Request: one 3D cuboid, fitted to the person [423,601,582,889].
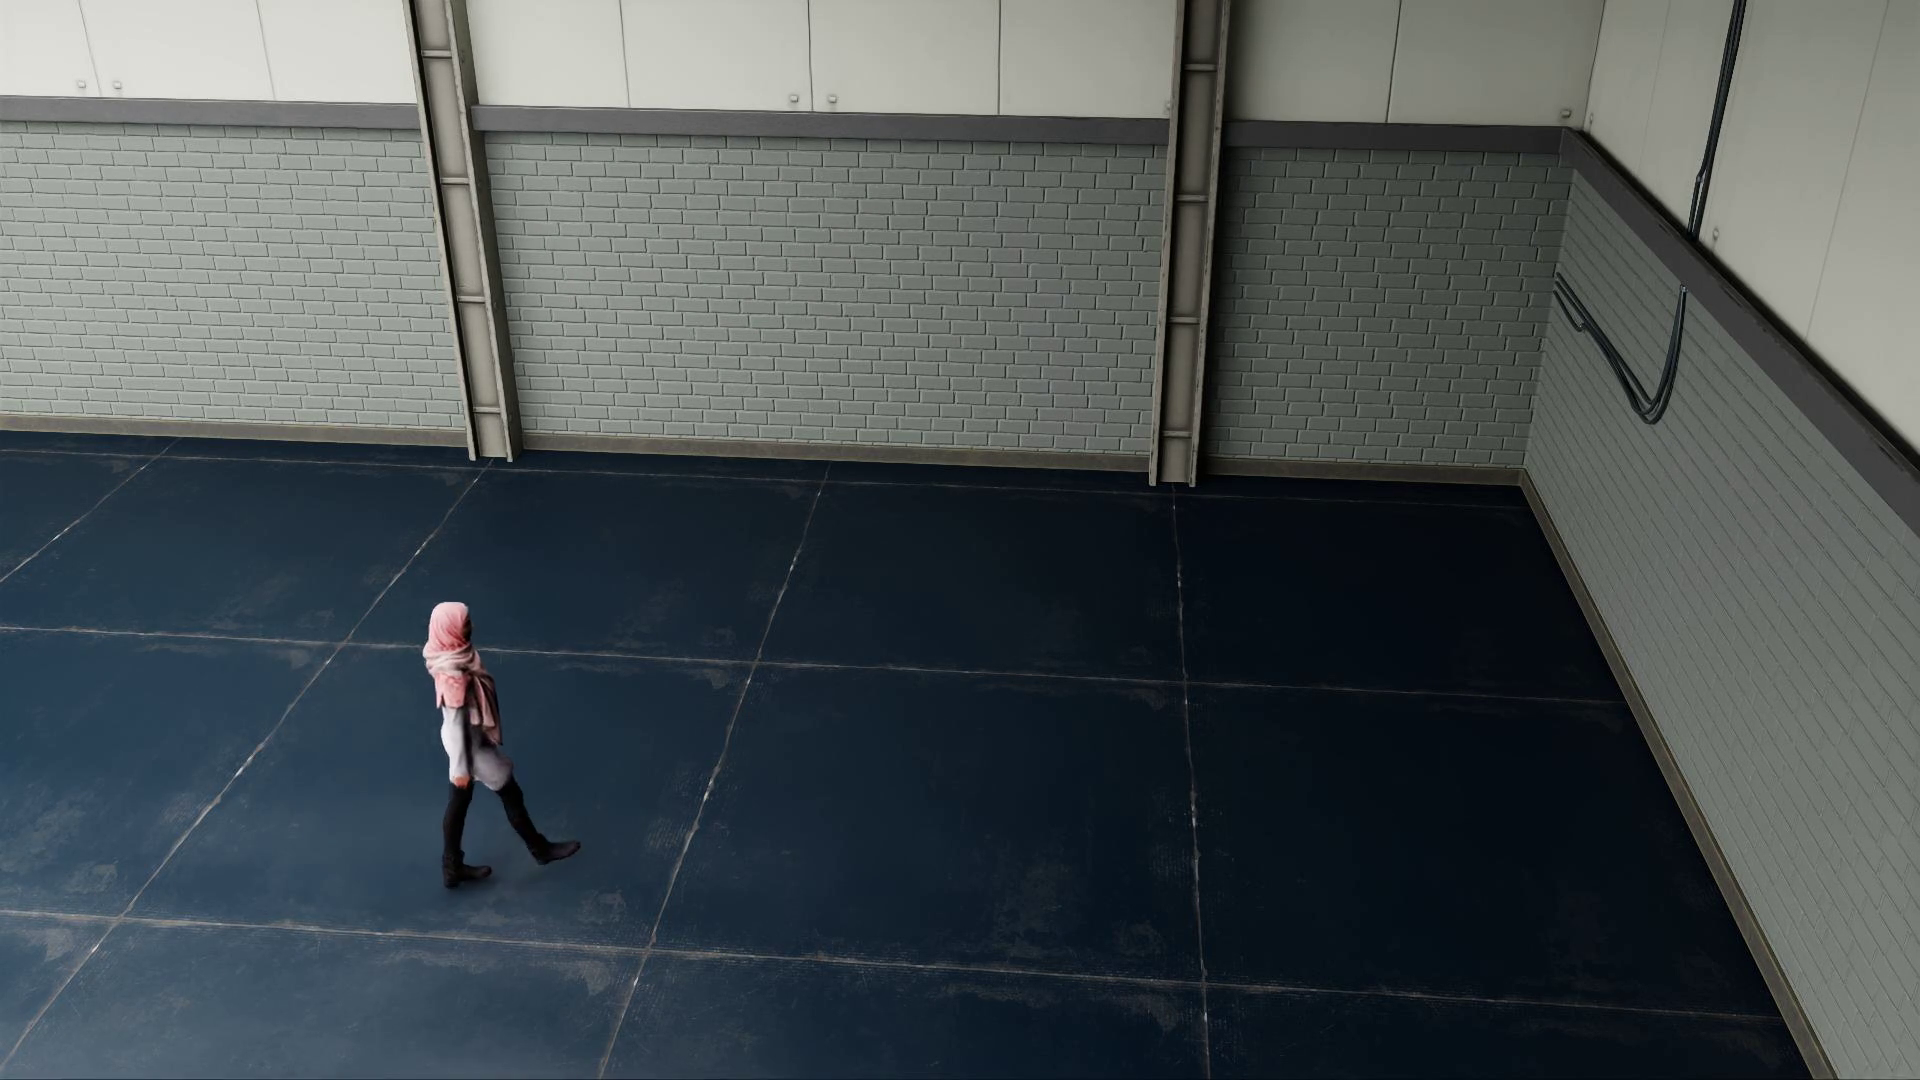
[{"bbox_3d":[-2.797,1.167,9.150,1.122,1.778,0.951,-11,29,-20],"label":"person"}]
